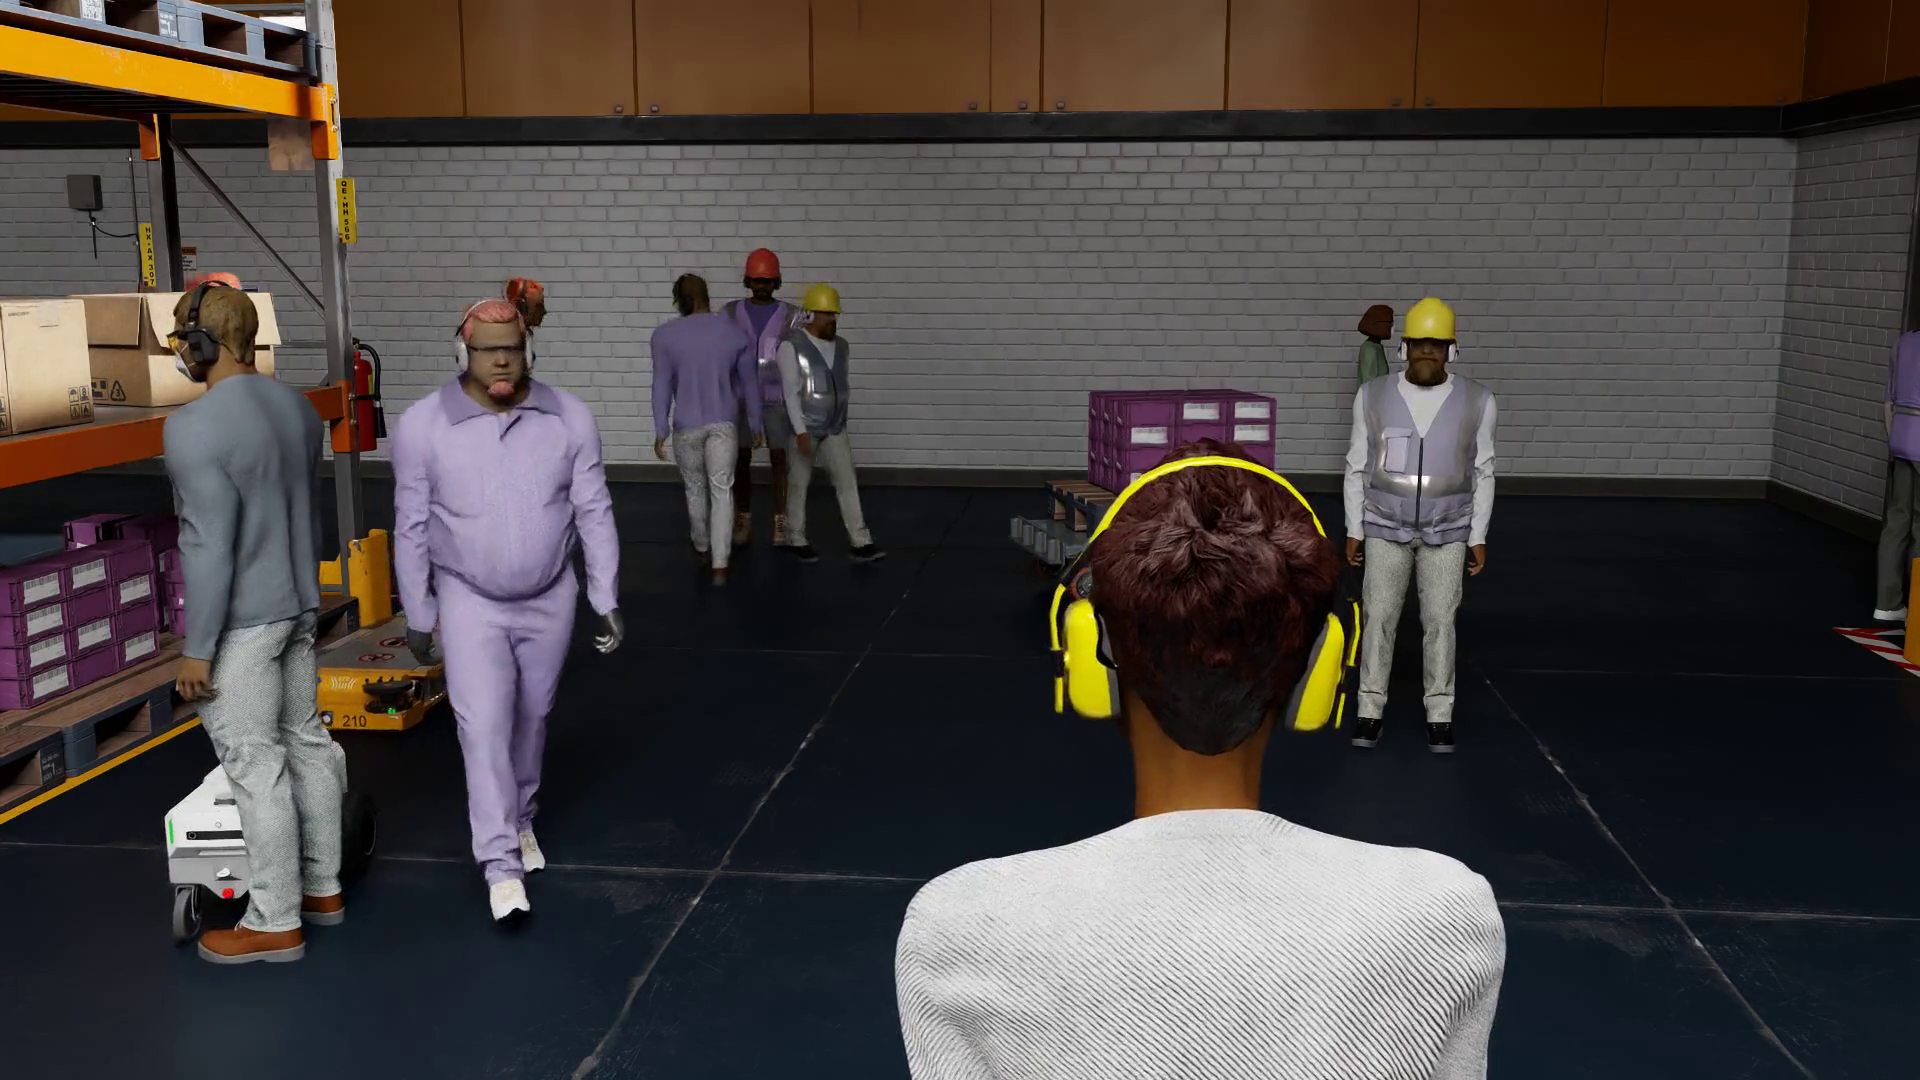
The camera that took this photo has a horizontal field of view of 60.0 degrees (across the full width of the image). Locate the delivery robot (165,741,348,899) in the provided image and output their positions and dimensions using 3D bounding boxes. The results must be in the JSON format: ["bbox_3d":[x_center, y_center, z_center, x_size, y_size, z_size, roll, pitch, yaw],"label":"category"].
[{"bbox_3d":[-2.150,0.817,5.119,0.477,0.478,0.707,-1,10,-4],"label":"delivery robot"}]

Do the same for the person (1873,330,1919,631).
[{"bbox_3d":[5.154,-0.468,8.838,0.382,1.919,0.584,-1,10,-5],"label":"person"}]

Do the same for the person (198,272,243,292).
[{"bbox_3d":[-4.225,-0.582,9.574,0.766,1.895,0.562,-2,10,-12],"label":"person"}]

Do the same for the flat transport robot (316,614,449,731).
[{"bbox_3d":[-2.558,0.575,7.584,0.652,0.197,1.431,1,10,5],"label":"flat transport robot"}]

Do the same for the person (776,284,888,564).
[{"bbox_3d":[-0.836,-0.712,10.572,0.604,1.792,0.844,-9,13,-41],"label":"person"}]

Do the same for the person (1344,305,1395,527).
[{"bbox_3d":[2.992,-0.896,12.128,0.289,1.627,0.501,3,10,18],"label":"person"}]

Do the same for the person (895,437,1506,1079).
[{"bbox_3d":[0.191,0.848,1.444,0.514,1.872,0.332,-1,10,-5],"label":"person"}]

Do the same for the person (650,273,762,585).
[{"bbox_3d":[-1.564,-0.701,10.305,0.691,1.863,1.048,-2,10,-14],"label":"person"}]

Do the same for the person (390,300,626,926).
[{"bbox_3d":[-1.360,0.208,5.110,0.653,1.860,0.951,-5,11,-27],"label":"person"}]

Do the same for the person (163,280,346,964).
[{"bbox_3d":[-2.018,0.237,4.748,0.355,1.936,0.635,1,10,8],"label":"person"}]

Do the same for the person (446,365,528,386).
[{"bbox_3d":[-2.248,-0.248,8.115,0.500,1.719,0.647,-1,10,-4],"label":"person"}]

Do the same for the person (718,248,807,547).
[{"bbox_3d":[-1.346,-0.951,11.316,0.627,2.037,0.399,1,10,3],"label":"person"}]

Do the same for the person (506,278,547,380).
[{"bbox_3d":[-2.642,-0.616,9.908,0.630,1.843,0.580,-2,10,-14],"label":"person"}]

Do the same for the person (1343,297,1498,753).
[{"bbox_3d":[1.843,-0.055,6.713,0.590,1.836,0.404,3,10,15],"label":"person"}]
